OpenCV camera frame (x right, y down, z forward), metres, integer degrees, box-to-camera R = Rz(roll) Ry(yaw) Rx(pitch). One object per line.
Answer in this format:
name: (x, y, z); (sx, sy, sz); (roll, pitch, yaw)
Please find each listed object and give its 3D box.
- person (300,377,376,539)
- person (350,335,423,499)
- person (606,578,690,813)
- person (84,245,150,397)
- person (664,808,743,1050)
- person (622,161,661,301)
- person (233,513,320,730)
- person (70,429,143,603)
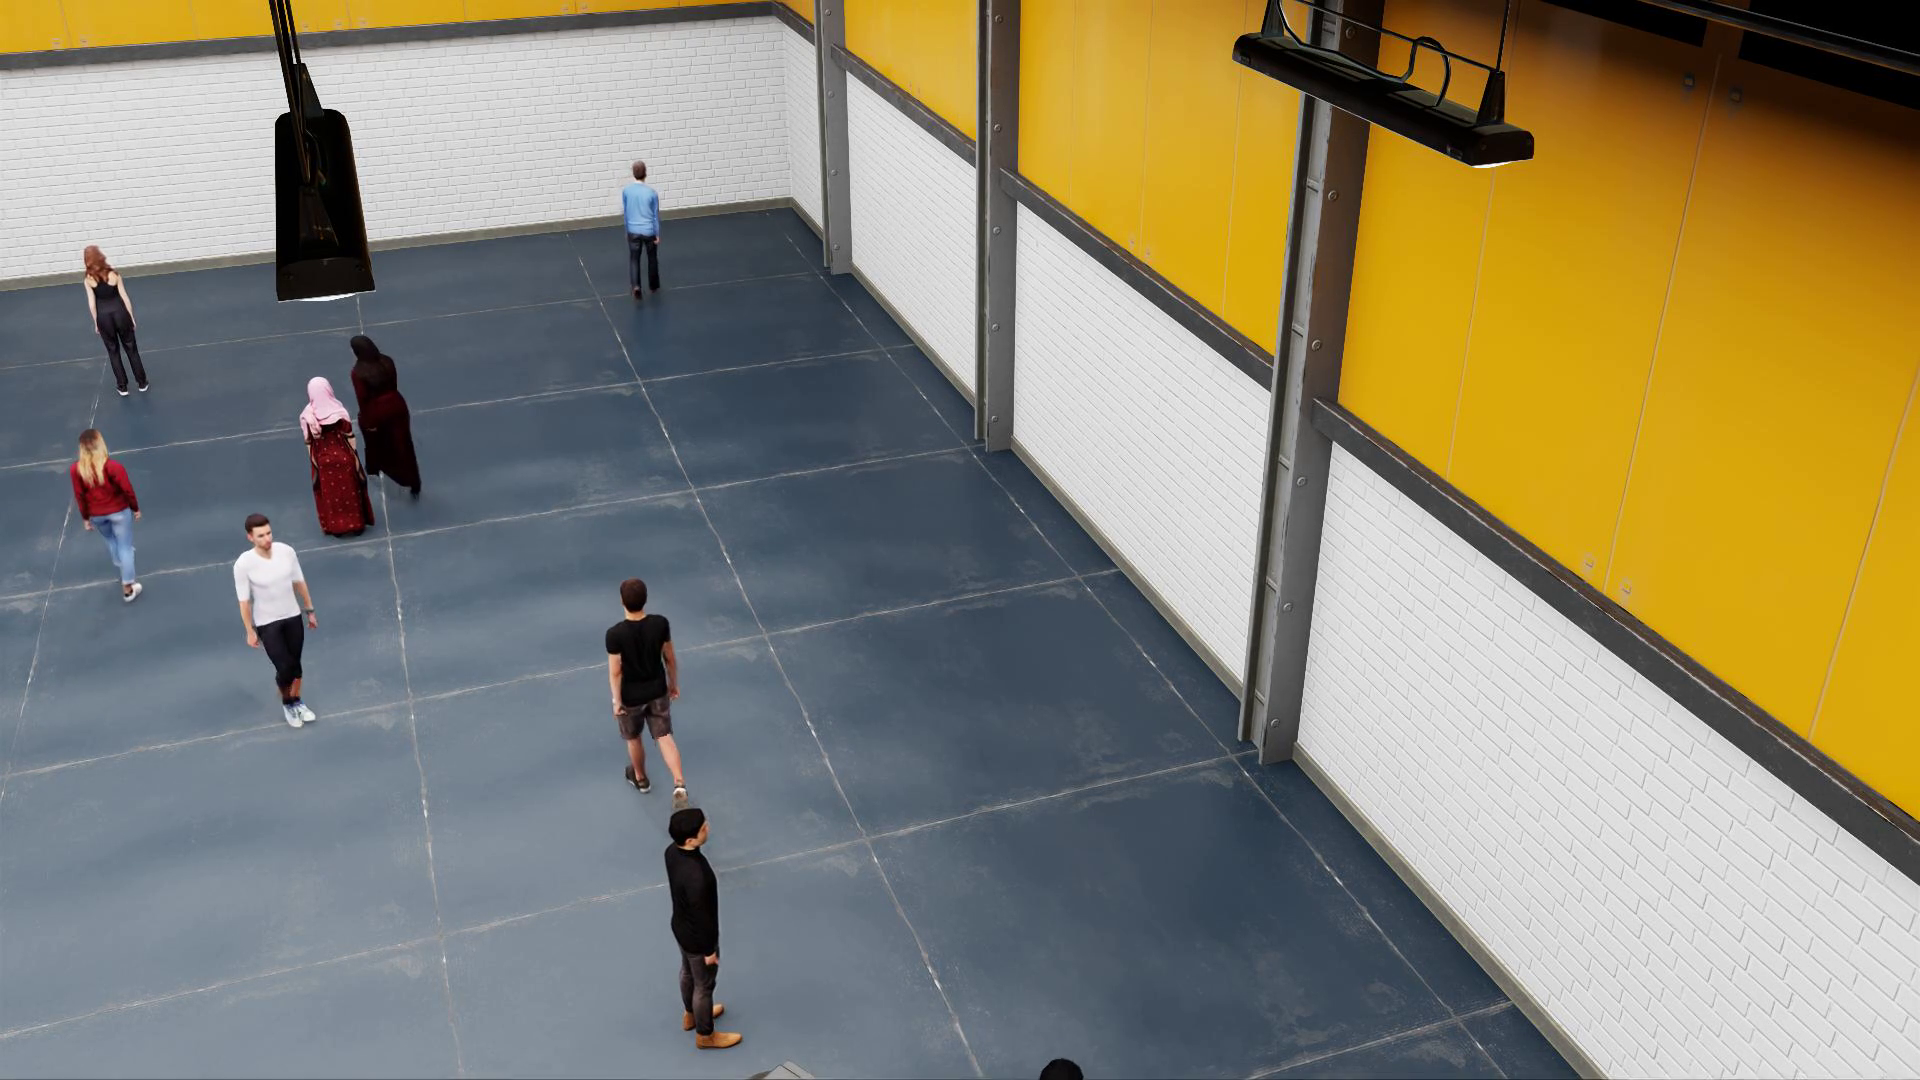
person: (-5.988, -0.794, 15.898); (0.725, 1.634, 0.673); (-4, 29, -8)
person: (-5.677, -1.190, 16.566); (1.023, 1.691, 1.258); (-26, 38, -38)
person: (-2.272, 1.159, 12.105); (0.818, 1.839, 1.148); (-17, 33, -28)
person: (-9.631, -2.502, 18.917); (0.593, 1.743, 0.543); (-13, 31, -23)
person: (-1.601, 2.336, 10.067); (0.725, 1.722, 0.511); (-13, 31, -23)
person: (-4.154, -3.990, 21.592); (0.937, 1.792, 1.212); (1, 29, 1)
person: (-5.427, 0.599, 13.126); (0.809, 1.843, 0.797); (22, 35, 34)
person: (-7.591, -0.188, 14.814); (0.735, 1.609, 0.934); (-3, 29, -5)
